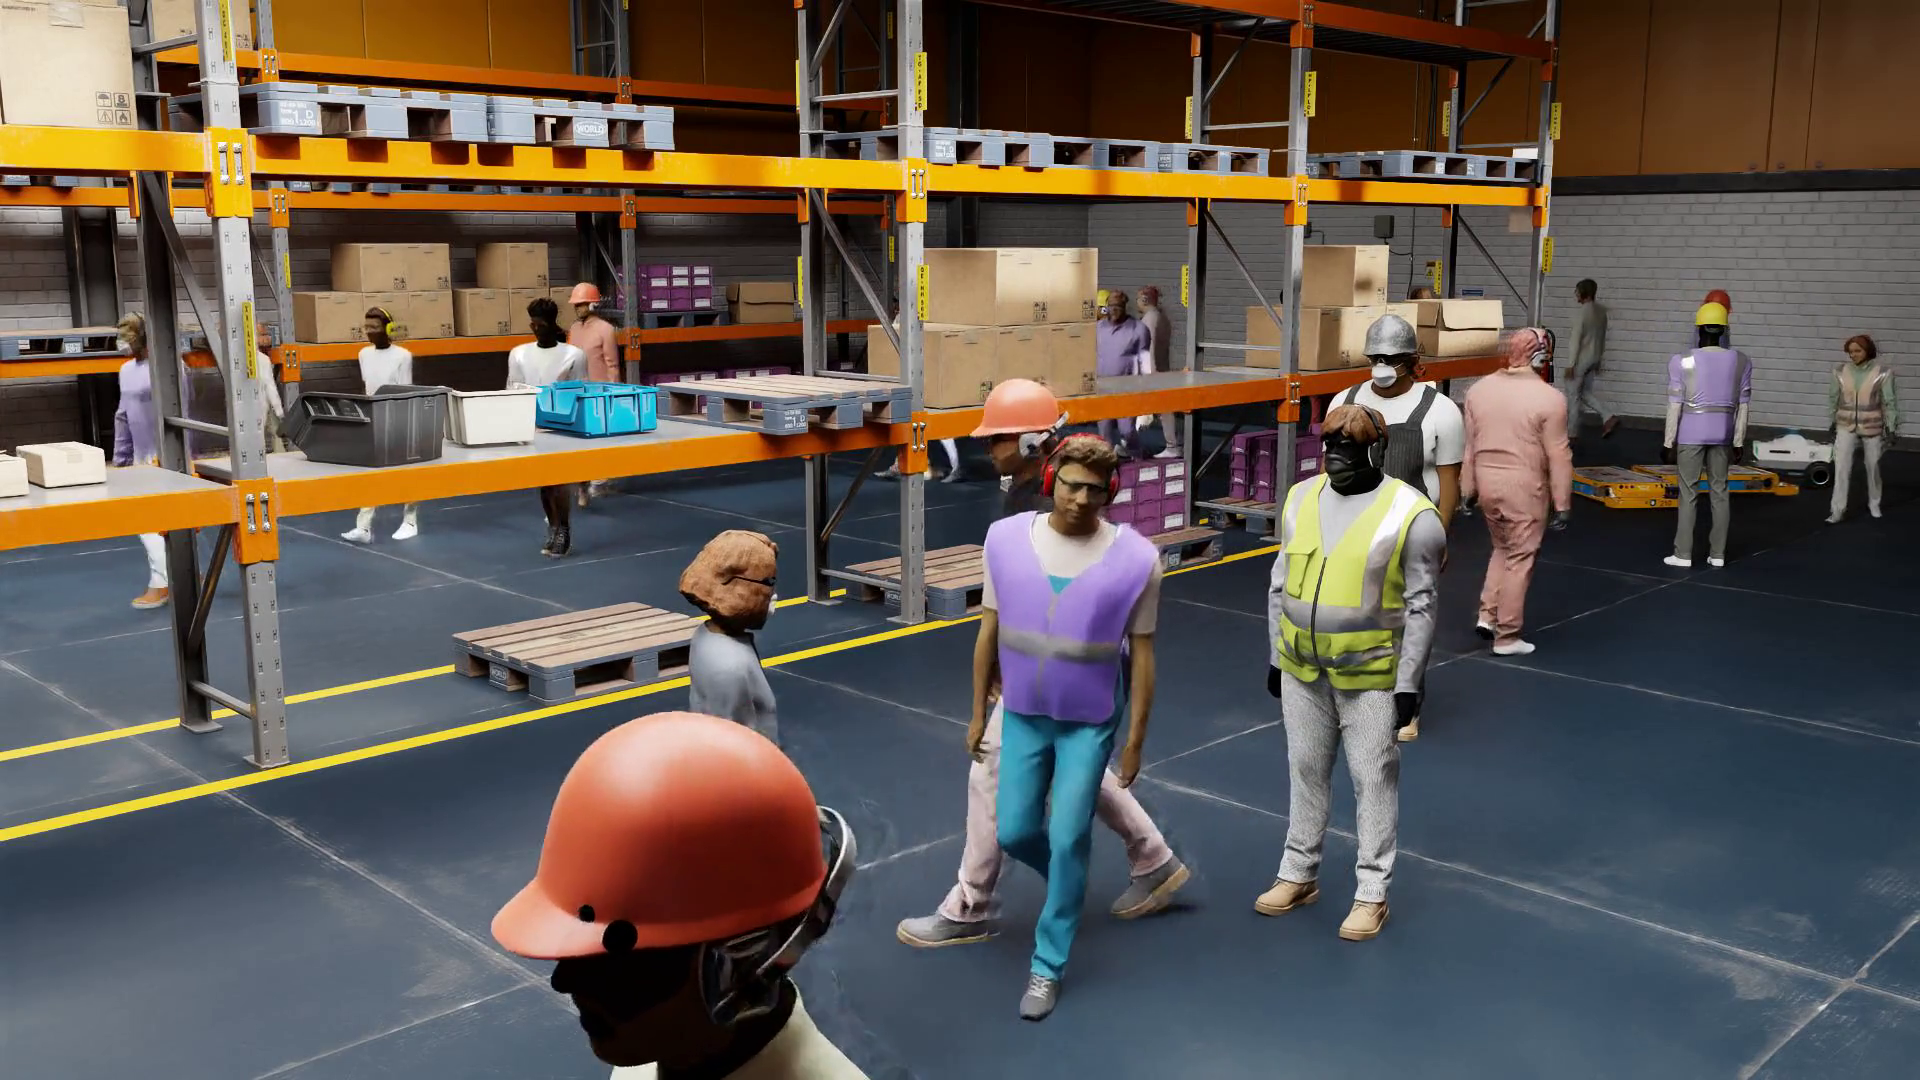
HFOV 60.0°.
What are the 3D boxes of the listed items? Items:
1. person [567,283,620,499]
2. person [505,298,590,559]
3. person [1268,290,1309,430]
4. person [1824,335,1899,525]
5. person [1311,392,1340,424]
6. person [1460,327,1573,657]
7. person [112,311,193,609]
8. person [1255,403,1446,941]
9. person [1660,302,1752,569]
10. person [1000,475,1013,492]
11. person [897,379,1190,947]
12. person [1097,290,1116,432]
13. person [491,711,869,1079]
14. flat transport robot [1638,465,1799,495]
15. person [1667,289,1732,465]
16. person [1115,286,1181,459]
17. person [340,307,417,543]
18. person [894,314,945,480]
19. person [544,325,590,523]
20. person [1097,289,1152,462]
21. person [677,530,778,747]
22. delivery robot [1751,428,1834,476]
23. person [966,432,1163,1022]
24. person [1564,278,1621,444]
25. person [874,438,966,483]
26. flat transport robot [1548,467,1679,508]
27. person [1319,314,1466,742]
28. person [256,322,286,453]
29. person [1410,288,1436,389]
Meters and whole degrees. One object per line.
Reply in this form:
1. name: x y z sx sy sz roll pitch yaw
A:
1. person: -3.413 -1.356 15.236 0.625 1.973 0.631 -9 14 -41
2. person: -3.105 -0.819 12.398 0.609 1.941 0.637 2 11 11
3. person: 3.143 -1.480 16.041 0.389 1.921 0.592 10 14 43
4. person: 7.629 -0.943 14.043 0.566 1.583 0.897 10 14 42
5. person: 3.674 -1.474 16.452 0.347 1.762 0.528 -7 12 -33
6. person: 3.206 -0.268 9.517 0.449 1.887 0.669 -7 12 -33
7. person: -5.286 -0.507 10.733 0.667 1.919 0.646 8 13 39
8. person: 1.324 0.447 5.751 0.625 1.844 0.429 9 14 41
9. person: 5.372 -0.747 12.028 0.593 1.925 0.384 0 10 1
10. person: 0.581 -1.396 15.689 0.573 1.883 0.355 -7 13 -35
11. person: 0.333 0.413 5.685 1.032 1.943 0.592 -1 10 -5
12. person: 1.519 -1.724 17.614 0.404 1.833 0.590 1 10 3
13. person: -0.321 1.138 1.636 0.889 1.960 0.653 -7 12 -32
14. flat transport robot: 6.971 -0.562 15.536 1.431 0.197 0.652 0 10 -2
15. person: 7.370 -1.514 16.323 0.589 1.897 0.651 10 14 43
16. person: 1.997 -1.796 17.921 0.864 1.863 0.665 5 12 27
17. person: -4.530 -0.873 12.943 0.554 1.838 0.859 3 11 16
18. person: -0.359 -1.601 16.404 0.419 2.038 0.626 -9 14 -40
19. person: -3.381 -1.009 14.145 0.537 1.674 0.683 0 10 2
20. person: 1.534 -1.481 16.137 0.655 1.892 0.544 5 11 24
21. person: -0.606 0.776 4.522 0.281 1.633 0.499 -3 11 -16
22. delivery robot: 7.998 -0.831 15.976 0.707 0.478 0.477 4 11 22
23. person: 0.335 0.549 5.247 0.612 1.820 0.604 4 11 19
24. person: 7.202 -2.032 19.058 0.633 1.922 0.639 -10 14 -42
25. person: -0.354 -1.386 16.112 0.877 1.708 0.521 -3 11 -14
26. flat transport robot: 5.950 -0.496 15.176 0.652 0.197 1.431 -1 10 -7
27. person: 2.010 -0.055 7.946 0.676 2.000 0.536 6 12 30
28. person: -6.438 -1.232 15.559 0.817 1.591 0.525 -8 13 -38
29. person: 5.035 -1.834 18.210 0.430 1.837 0.624 9 14 40
